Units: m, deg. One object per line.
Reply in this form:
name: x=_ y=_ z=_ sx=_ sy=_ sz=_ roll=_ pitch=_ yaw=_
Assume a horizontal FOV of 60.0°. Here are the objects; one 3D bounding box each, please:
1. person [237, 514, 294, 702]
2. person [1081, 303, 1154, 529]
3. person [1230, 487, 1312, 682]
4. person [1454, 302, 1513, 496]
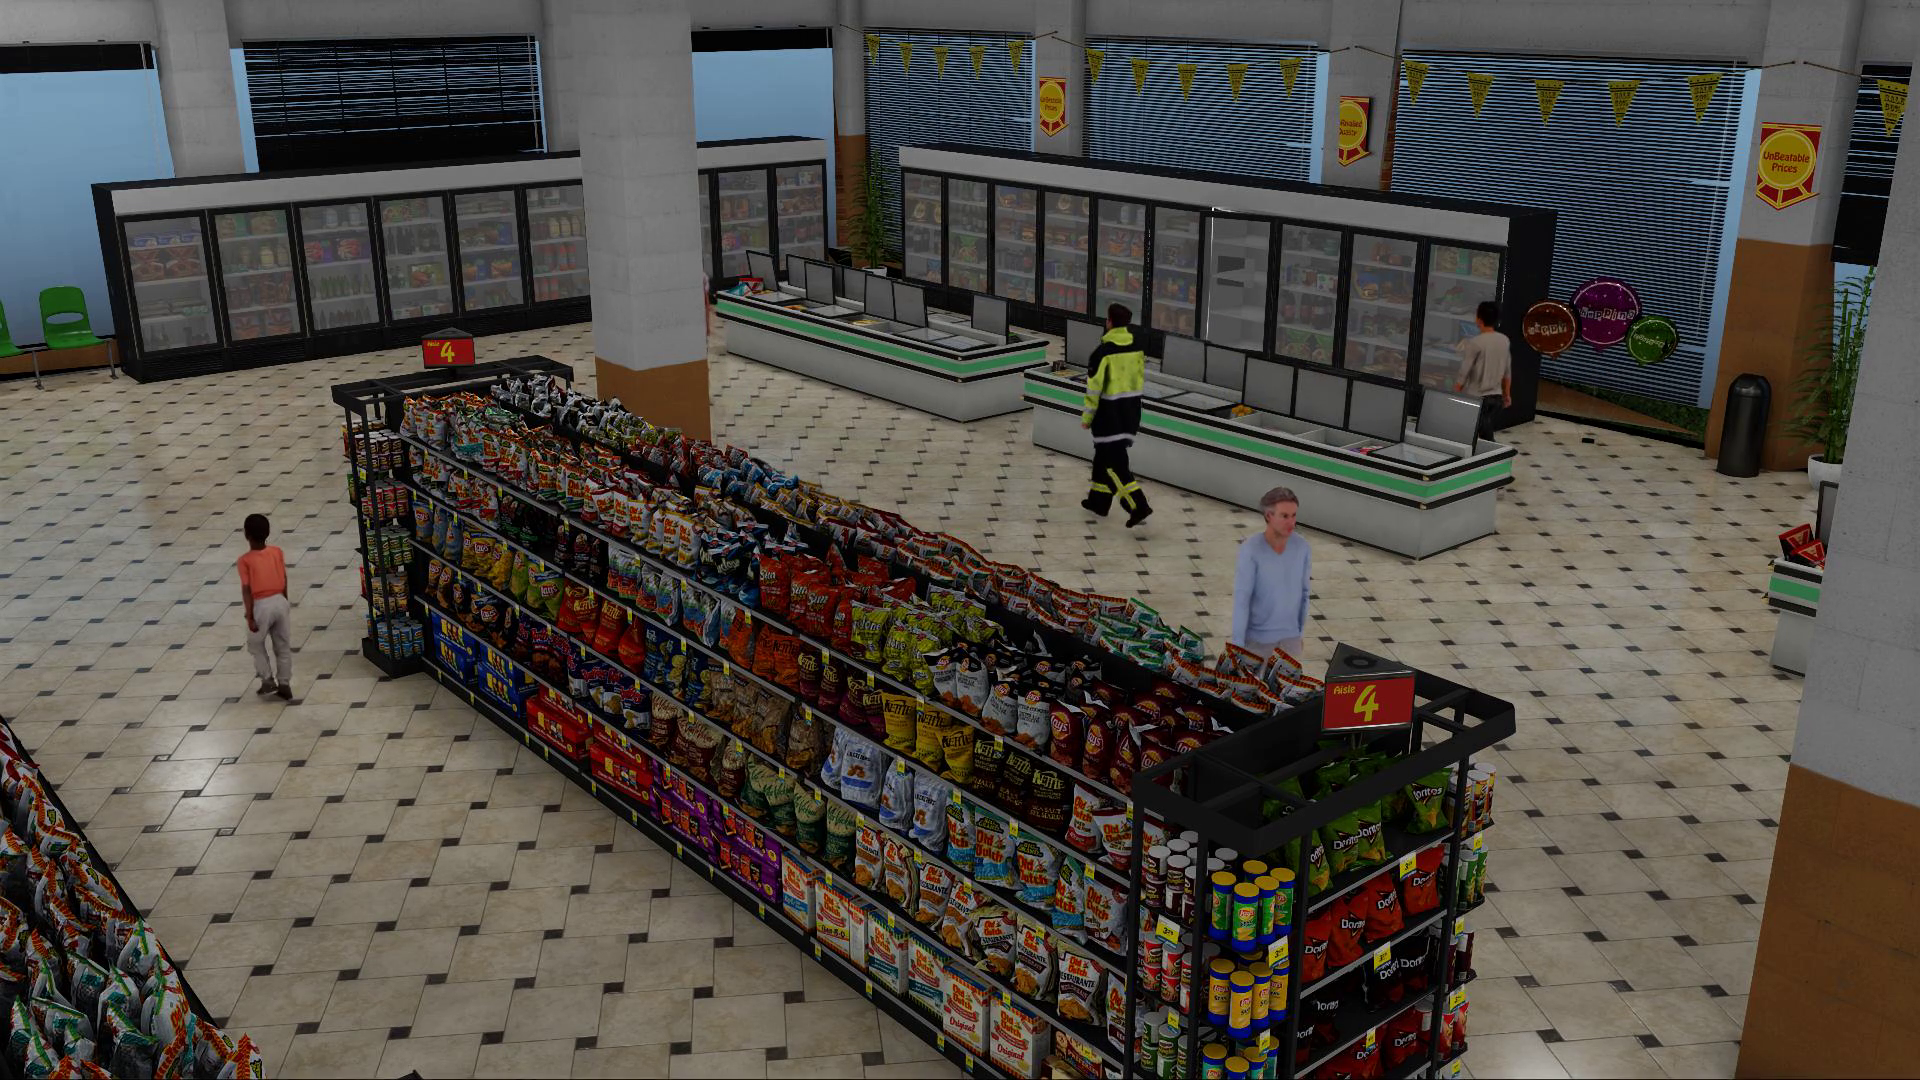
person: x=-4.576 y=0.466 z=11.060 sx=0.474 sy=1.301 sz=0.476 roll=-15 pitch=24 yaw=-38
person: x=1.405 y=-1.051 z=14.547 sx=0.797 sy=1.949 sz=1.183 roll=-17 pitch=25 yaw=-41
person: x=1.773 y=0.570 z=9.856 sx=0.912 sy=1.875 sz=1.171 roll=-7 pitch=20 yaw=-19
person: x=4.946 y=-1.280 z=15.515 sx=0.850 sy=1.764 sz=1.220 roll=-9 pitch=21 yaw=-24
